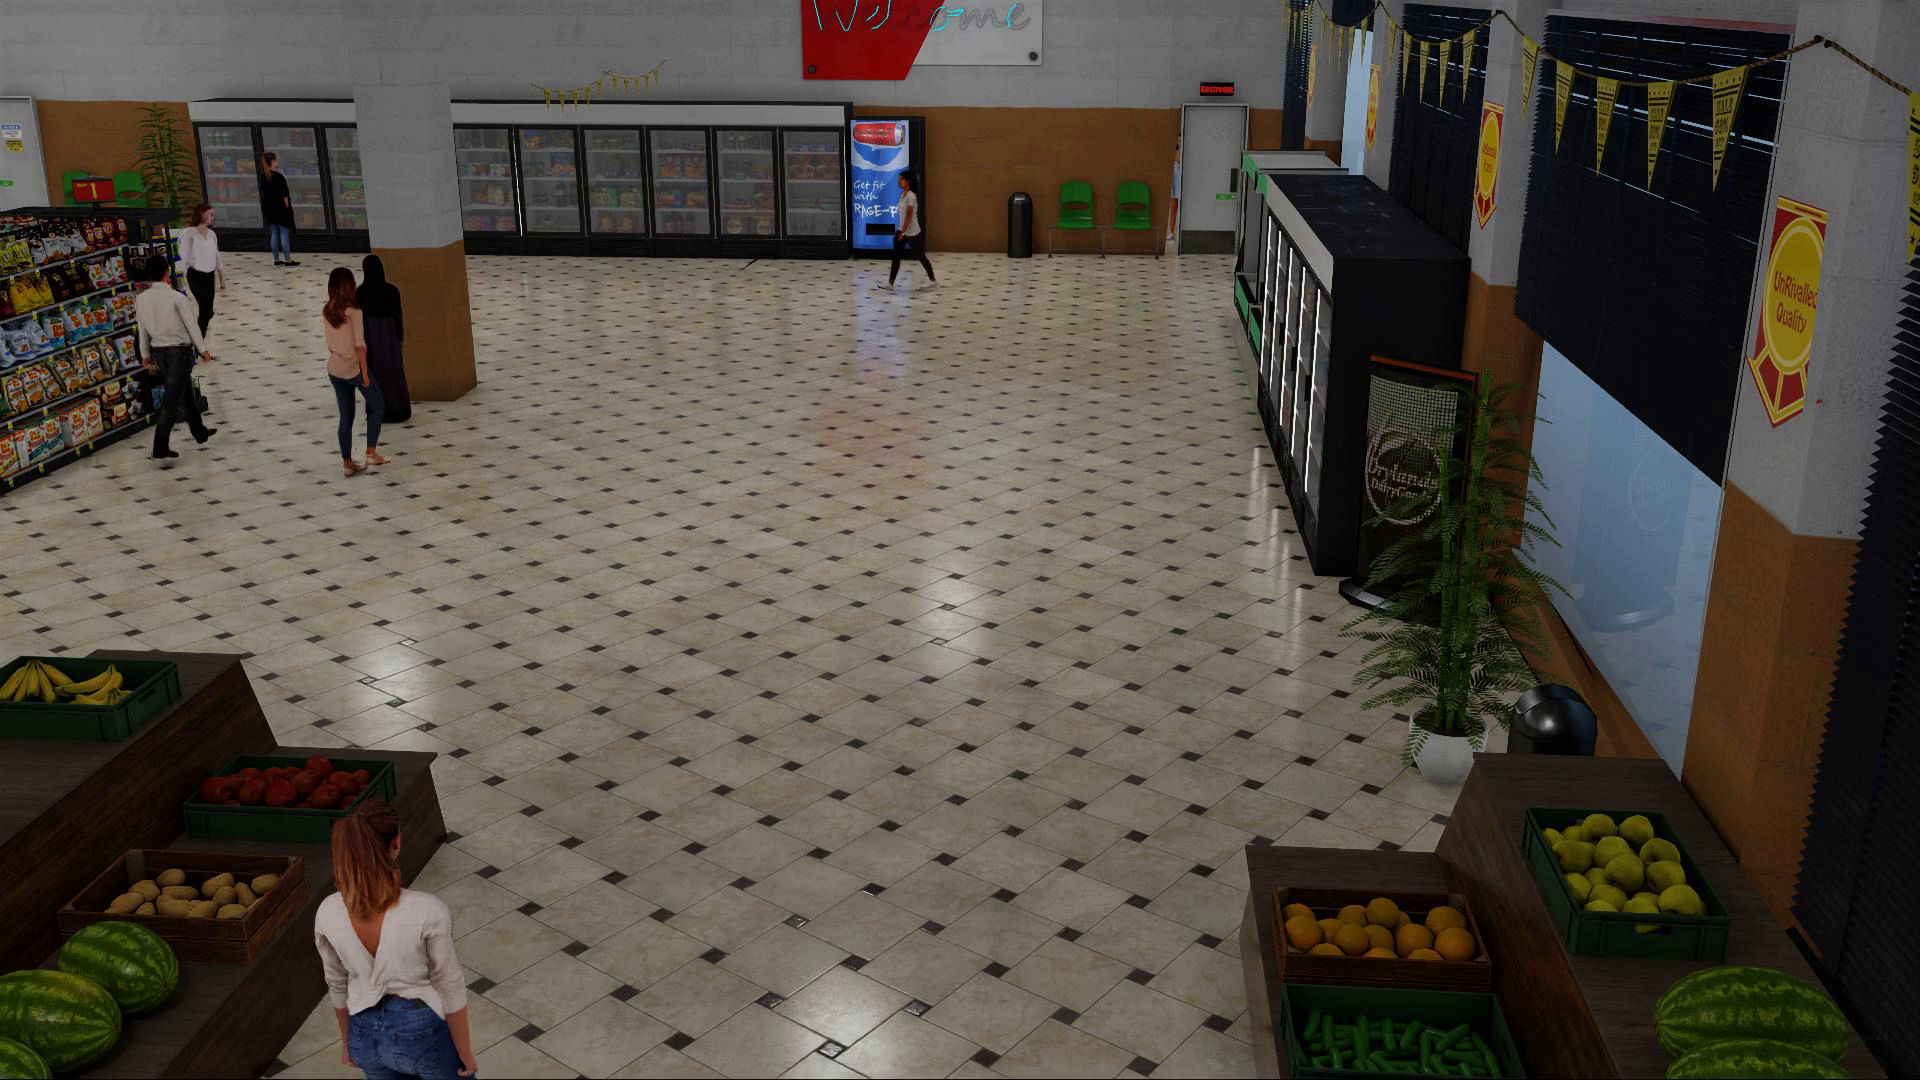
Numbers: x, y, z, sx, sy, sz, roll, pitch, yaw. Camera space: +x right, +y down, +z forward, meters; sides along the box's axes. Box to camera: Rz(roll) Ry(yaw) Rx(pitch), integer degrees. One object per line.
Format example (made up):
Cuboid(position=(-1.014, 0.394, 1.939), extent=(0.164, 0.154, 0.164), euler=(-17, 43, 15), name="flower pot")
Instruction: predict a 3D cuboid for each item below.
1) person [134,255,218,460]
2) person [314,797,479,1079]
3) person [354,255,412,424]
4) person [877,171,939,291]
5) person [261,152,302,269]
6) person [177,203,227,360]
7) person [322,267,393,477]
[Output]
Cuboid(position=(-6.999, -1.567, 14.680), extent=(0.795, 1.763, 1.228), euler=(5, 19, 13), name="person")
Cuboid(position=(-1.779, 1.642, 5.249), extent=(0.629, 1.707, 0.754), euler=(2, 19, 7), name="person")
Cuboid(position=(-5.588, -1.939, 16.013), extent=(0.702, 1.616, 0.735), euler=(-7, 20, -20), name="person")
Cuboid(position=(-0.613, -4.185, 22.687), extent=(1.007, 1.608, 1.100), euler=(-9, 21, -25), name="person")
Cuboid(position=(-10.127, -4.887, 24.649), extent=(0.701, 1.684, 0.680), euler=(9, 20, 24), name="person")
Cuboid(position=(-8.507, -2.851, 18.550), extent=(0.772, 1.723, 0.611), euler=(12, 22, 31), name="person")
Cuboid(position=(-5.272, -1.404, 14.183), extent=(0.730, 1.771, 0.793), euler=(8, 20, 22), name="person")
